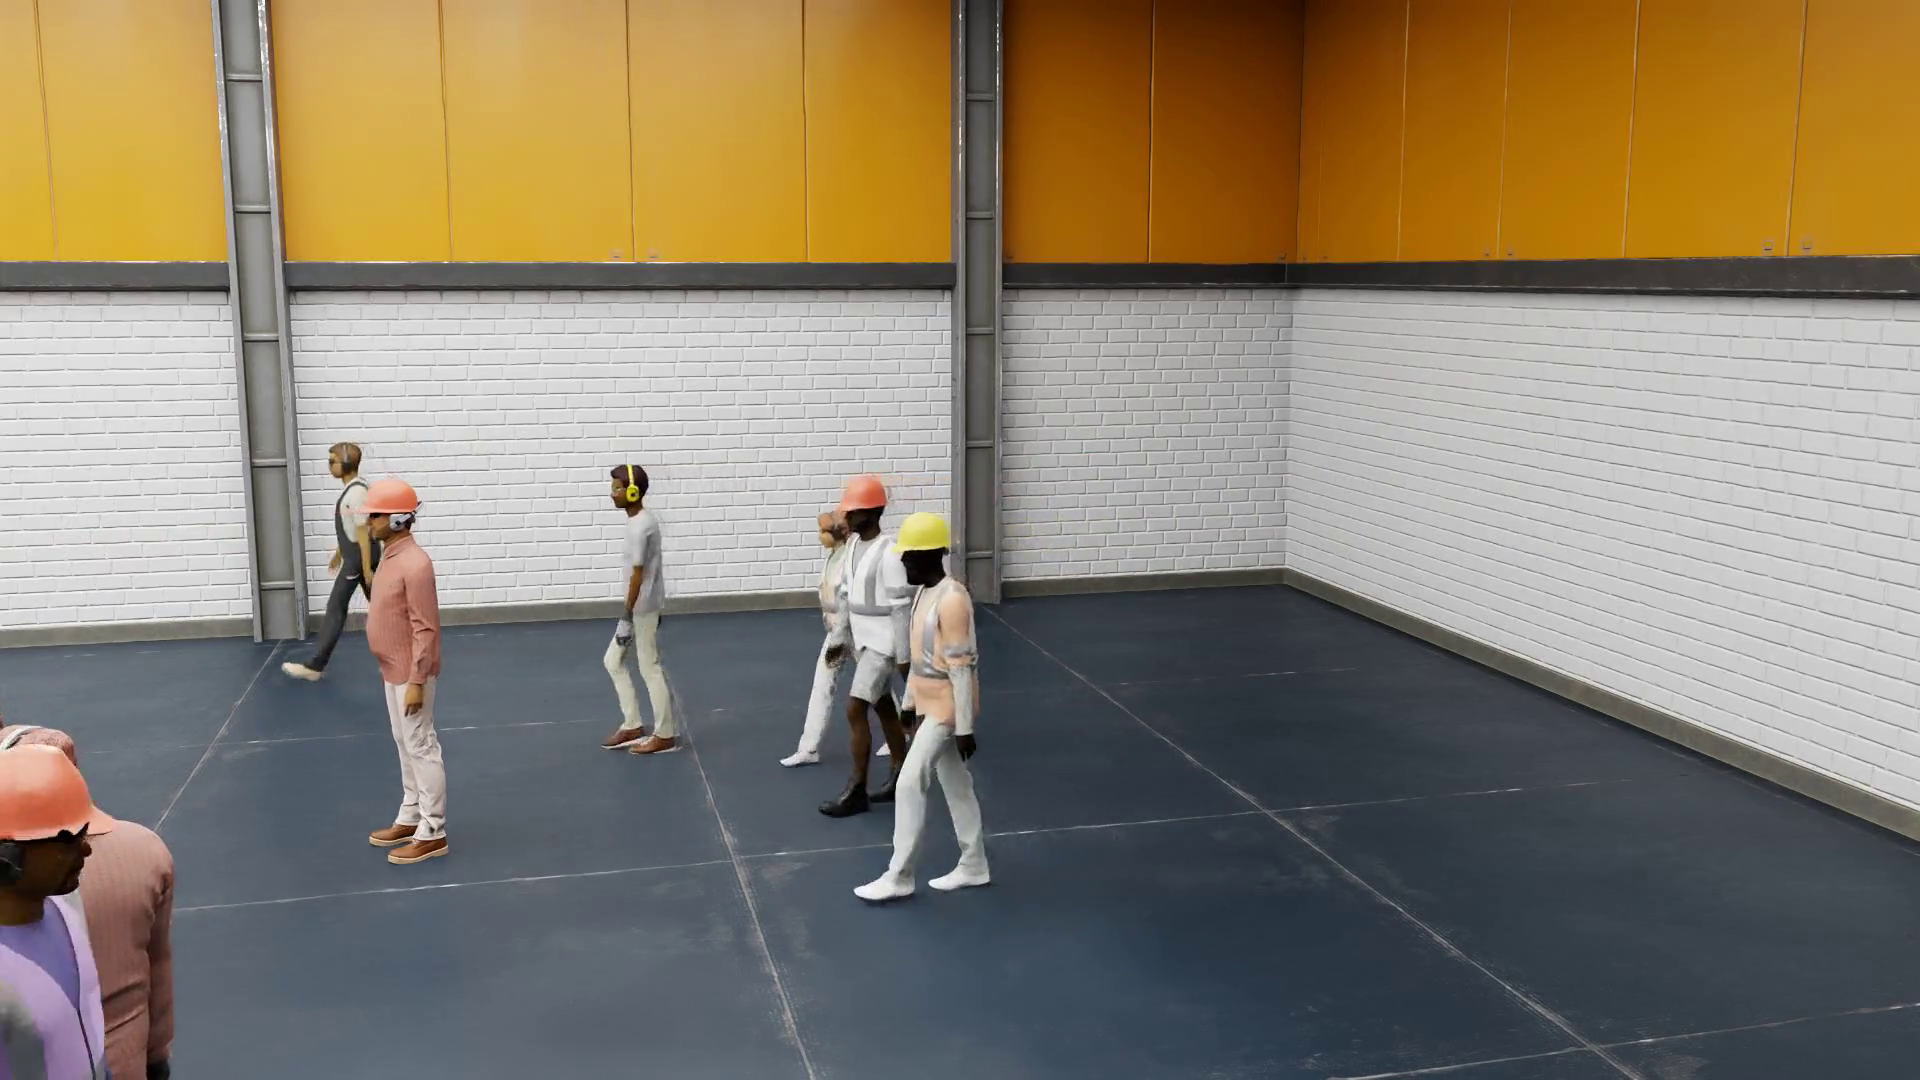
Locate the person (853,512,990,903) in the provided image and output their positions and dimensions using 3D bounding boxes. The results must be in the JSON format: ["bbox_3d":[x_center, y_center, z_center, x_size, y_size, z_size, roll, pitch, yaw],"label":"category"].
[{"bbox_3d":[-0.211,0.811,8.025,0.828,1.893,0.628,-2,9,-11],"label":"person"}]

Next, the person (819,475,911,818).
[{"bbox_3d":[-0.574,0.591,9.369,0.801,1.907,0.552,-4,10,-25],"label":"person"}]

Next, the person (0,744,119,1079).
[{"bbox_3d":[-2.180,1.443,3.735,0.826,2.022,0.620,-1,9,-5],"label":"person"}]

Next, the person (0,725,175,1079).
[{"bbox_3d":[-2.322,1.406,4.288,0.407,1.904,0.655,3,10,19],"label":"person"}]

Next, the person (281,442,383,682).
[{"bbox_3d":[-4.551,0.162,12.420,0.980,1.795,0.516,-2,9,-12],"label":"person"}]

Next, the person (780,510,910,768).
[{"bbox_3d":[-0.685,0.600,10.320,0.884,1.589,0.505,-6,11,-32],"label":"person"}]

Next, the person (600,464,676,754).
[{"bbox_3d":[-2.080,0.448,10.408,0.630,1.850,0.529,-2,9,-11],"label":"person"}]

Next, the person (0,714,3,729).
[{"bbox_3d":[-2.703,1.353,4.612,0.653,1.906,0.408,7,12,38],"label":"person"}]

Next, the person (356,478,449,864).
[{"bbox_3d":[-2.885,0.667,8.617,0.380,1.996,0.608,-6,11,-31],"label":"person"}]
